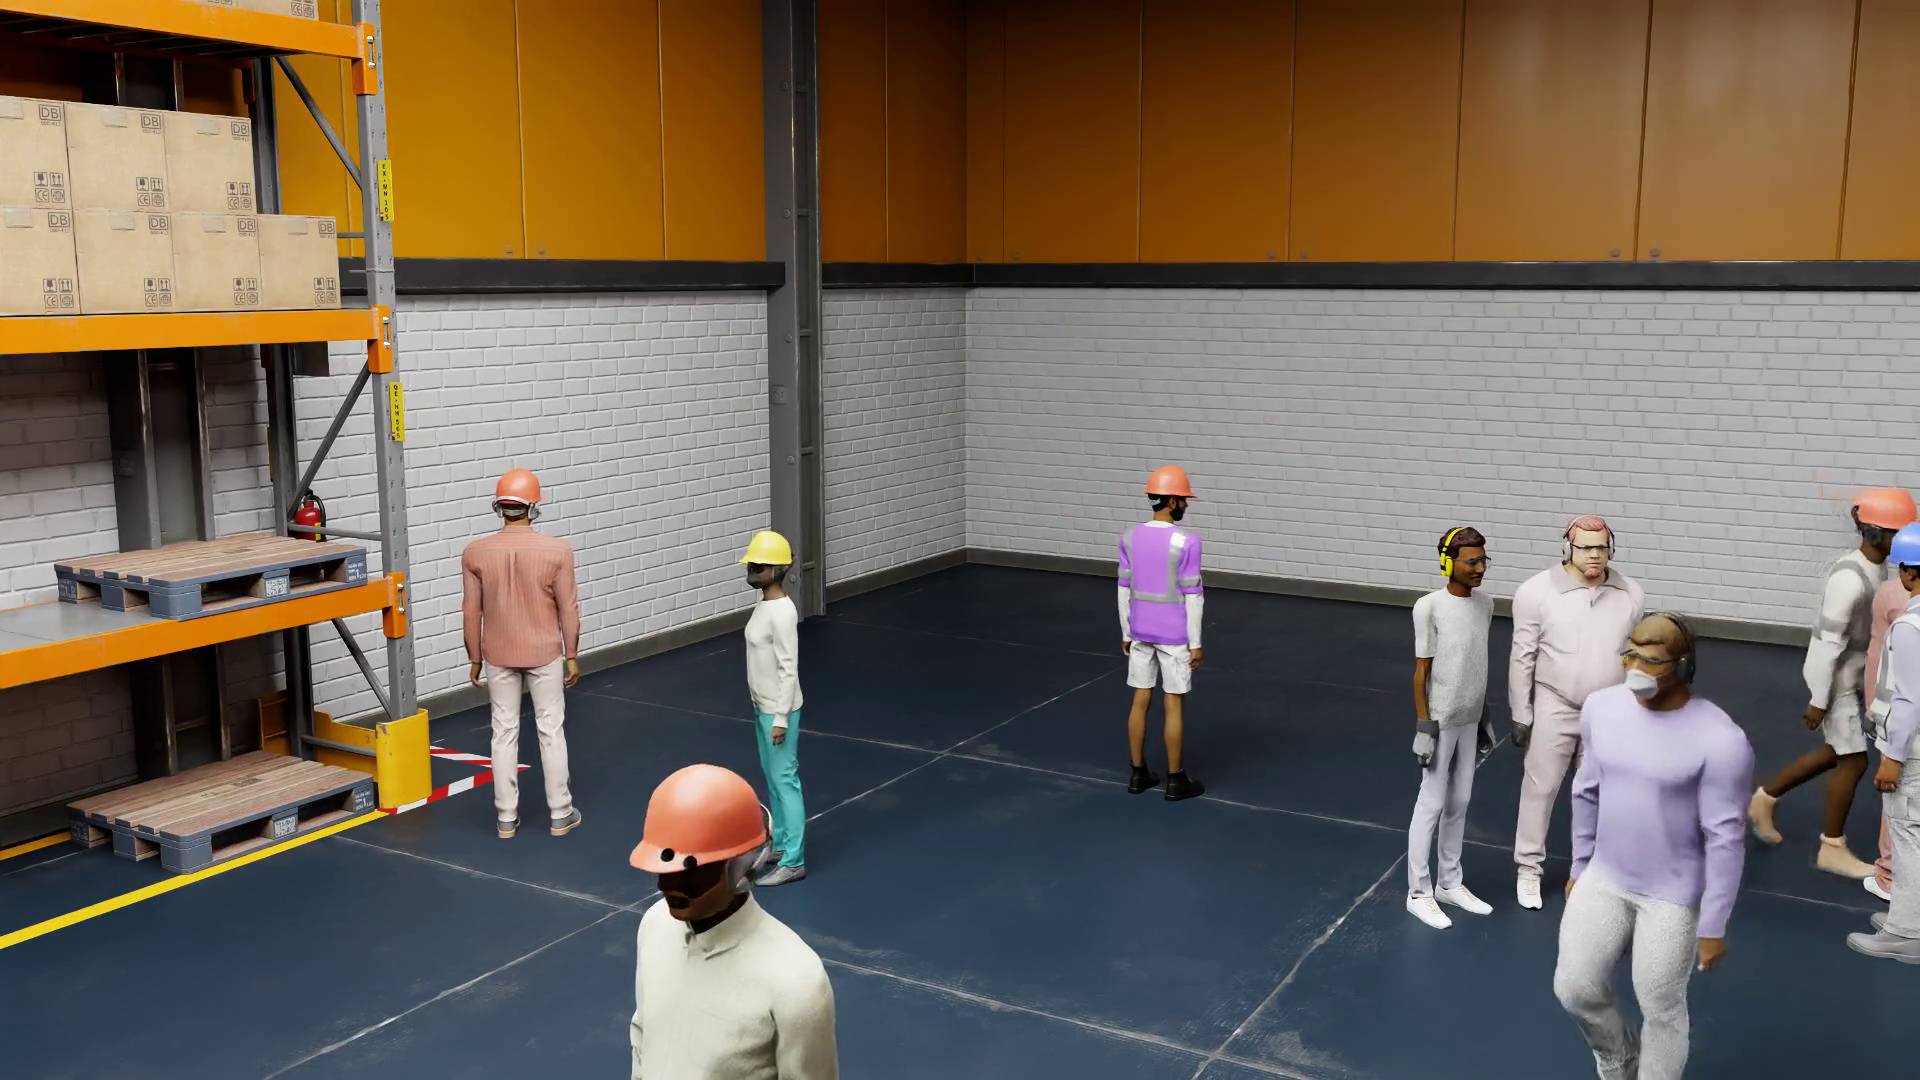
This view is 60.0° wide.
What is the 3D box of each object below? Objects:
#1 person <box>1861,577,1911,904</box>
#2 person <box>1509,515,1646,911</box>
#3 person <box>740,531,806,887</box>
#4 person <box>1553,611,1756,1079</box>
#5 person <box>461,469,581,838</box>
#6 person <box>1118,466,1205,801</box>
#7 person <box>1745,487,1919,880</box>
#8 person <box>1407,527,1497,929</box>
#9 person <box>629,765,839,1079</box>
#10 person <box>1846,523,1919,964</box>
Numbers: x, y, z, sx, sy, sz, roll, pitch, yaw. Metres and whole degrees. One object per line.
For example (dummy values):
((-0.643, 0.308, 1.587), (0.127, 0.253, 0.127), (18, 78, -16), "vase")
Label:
((4.655, 0.816, 7.947), (0.642, 1.908, 0.409), (3, 9, 16), "person")
((2.941, 0.821, 7.913), (0.652, 1.906, 0.402), (0, 9, -3), "person")
((-0.939, 0.830, 8.287), (0.297, 1.772, 0.533), (-3, 10, -19), "person")
((2.287, 1.185, 5.566), (0.435, 1.928, 0.652), (-6, 11, -33), "person")
((-2.346, 0.611, 8.948), (0.613, 1.995, 0.391), (0, 9, -3), "person")
((1.174, 0.535, 9.618), (0.545, 1.933, 0.376), (8, 12, 40), "person")
((4.382, 0.693, 8.448), (0.790, 2.006, 0.618), (7, 12, 39), "person")
((2.317, 0.861, 7.780), (0.513, 1.872, 0.328), (-6, 11, -35), "person")
((-0.532, 1.457, 3.673), (0.625, 1.991, 0.391), (8, 12, 42), "person")
((4.219, 0.893, 7.351), (0.605, 1.943, 0.402), (-8, 12, -40), "person")
